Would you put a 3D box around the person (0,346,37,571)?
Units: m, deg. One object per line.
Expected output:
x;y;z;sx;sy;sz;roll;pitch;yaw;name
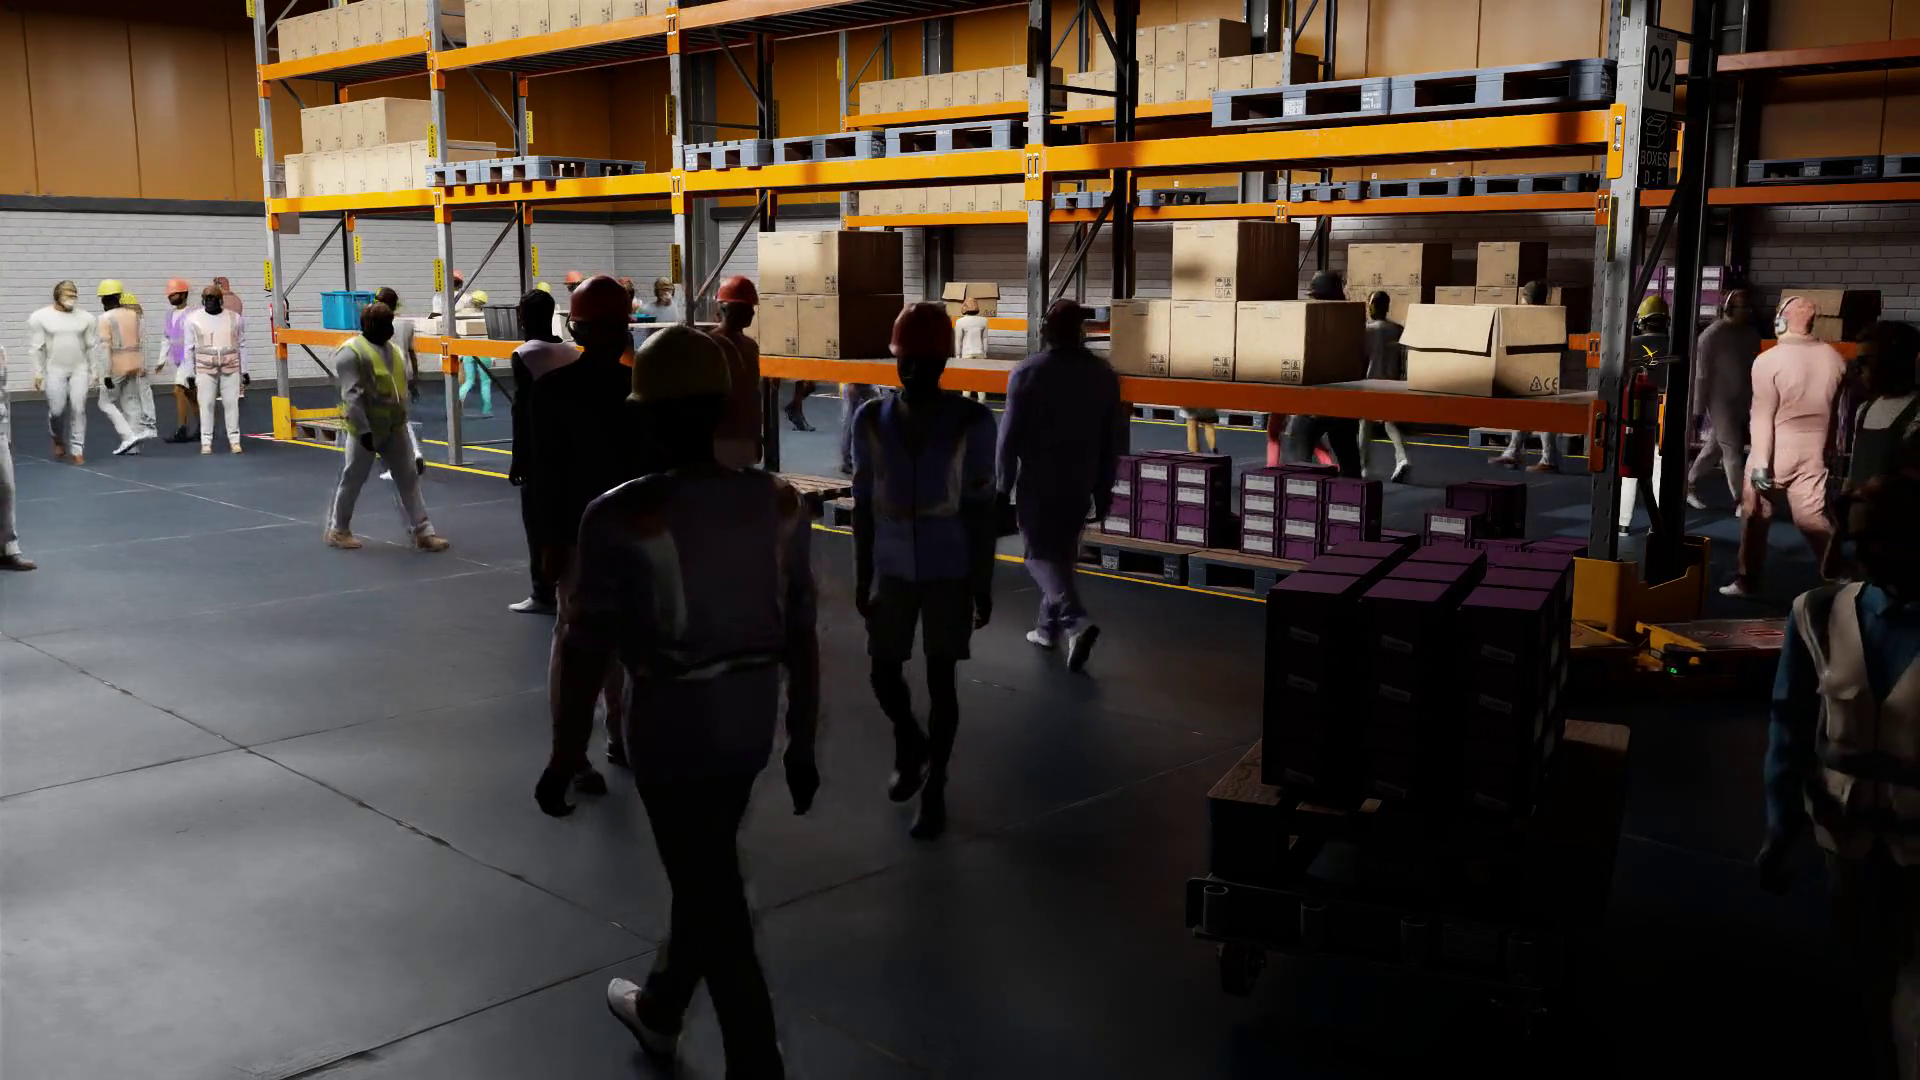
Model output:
-6.625;-0.707;11.113;0.740;1.860;0.586;3;10;19;person

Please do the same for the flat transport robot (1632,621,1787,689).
4.057;0.550;8.249;1.431;0.197;0.652;-1;9;-6;flat transport robot

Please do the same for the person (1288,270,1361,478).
2.856;-1.142;13.213;0.794;2.000;0.704;8;13;42;person

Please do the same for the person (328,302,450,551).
-4.180;-0.800;11.908;0.975;1.797;0.626;5;10;27;person

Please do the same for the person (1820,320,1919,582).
3.683;0.038;6.648;0.430;1.824;0.521;0;9;-1;person

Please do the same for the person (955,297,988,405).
0.165;-2.573;23.259;0.497;1.629;0.276;-4;10;-22;person

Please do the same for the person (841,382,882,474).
-0.908;-1.487;16.267;0.546;1.740;0.762;-8;12;-41;person

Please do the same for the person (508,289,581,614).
-2.427;-0.519;9.818;0.413;1.905;0.611;4;10;21;person

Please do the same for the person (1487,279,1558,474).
5.585;-1.612;16.486;0.861;1.906;0.666;6;11;32;person

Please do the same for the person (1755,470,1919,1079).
1.912;0.666;3.464;0.759;1.604;0.502;-7;11;-36;person

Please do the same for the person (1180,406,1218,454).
2.252;-1.484;15.652;0.564;1.927;0.423;-3;10;-19;person

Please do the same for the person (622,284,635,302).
-3.993;-2.242;20.565;0.787;1.846;0.521;2;9;10;person

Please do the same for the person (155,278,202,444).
-9.126;-2.079;19.351;0.562;1.907;0.787;7;12;37;person

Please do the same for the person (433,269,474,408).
-7.397;-2.957;24.428;0.636;2.004;0.896;-3;10;-17;person

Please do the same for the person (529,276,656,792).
-1.394;-0.033;6.552;0.394;1.994;0.612;8;12;40;person

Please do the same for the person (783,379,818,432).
-2.023;-2.314;20.781;0.555;1.924;0.554;8;12;40;person

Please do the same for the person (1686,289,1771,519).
6.317;-1.122;13.671;0.655;1.861;0.989;-5;10;-27;person

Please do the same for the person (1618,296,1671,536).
5.197;-0.925;12.569;0.586;1.824;0.405;1;9;5;person

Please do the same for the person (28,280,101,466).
-9.230;-1.721;17.174;0.636;1.911;0.507;-7;12;-38;person

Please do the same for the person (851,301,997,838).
-0.132;0.102;5.996;0.542;1.913;0.459;2;9;11;person

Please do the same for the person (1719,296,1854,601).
4.964;-0.504;9.841;0.653;1.874;0.907;-2;10;-14;person

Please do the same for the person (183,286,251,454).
-8.124;-1.844;18.200;0.652;1.836;0.478;-5;11;-30;person

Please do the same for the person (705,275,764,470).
-1.416;-0.661;10.456;0.434;1.977;0.648;4;10;25;person

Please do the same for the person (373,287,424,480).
-5.435;-1.484;15.898;0.442;1.857;0.529;8;12;41;person

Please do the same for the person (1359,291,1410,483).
4.050;-1.466;15.890;0.521;1.824;0.931;-2;10;-15;person

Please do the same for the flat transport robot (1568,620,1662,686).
2.624;0.563;8.174;1.431;0.197;0.652;-2;9;-9;flat transport robot

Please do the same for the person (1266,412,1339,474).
3.164;-1.350;15.471;0.539;1.731;0.848;-7;11;-36;person

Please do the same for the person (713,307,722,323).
-2.857;-2.068;20.272;0.514;1.587;0.850;-9;13;-44;person

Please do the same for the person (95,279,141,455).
-9.081;-1.854;17.962;0.395;1.911;0.599;3;10;16;person

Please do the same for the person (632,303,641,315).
-3.857;-1.959;19.477;0.366;1.619;0.528;6;11;31;person

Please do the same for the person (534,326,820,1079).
-0.681;0.450;3.915;0.947;1.880;0.604;9;13;43;person

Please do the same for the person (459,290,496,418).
-6.524;-2.483;22.339;0.539;1.744;0.654;2;9;13;person

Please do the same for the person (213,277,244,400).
-11.326;-3.102;25.666;0.407;1.902;0.638;1;9;4;person

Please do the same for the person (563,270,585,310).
-5.591;-3.023;24.891;0.898;2.014;0.628;2;10;15;person

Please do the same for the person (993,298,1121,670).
0.523;-0.299;8.556;0.650;1.879;0.830;-5;11;-28;person

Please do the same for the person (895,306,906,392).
-0.696;-2.118;20.588;0.517;1.586;0.841;-1;9;-4;person

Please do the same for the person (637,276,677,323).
-3.332;-2.004;18.809;0.636;1.937;0.365;-5;10;-26;person

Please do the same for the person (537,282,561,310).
-6.471;-3.108;25.953;0.611;1.820;0.416;-5;11;-28;person

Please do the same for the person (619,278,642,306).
-5.209;-3.143;25.966;0.574;1.883;0.360;-6;11;-33;person

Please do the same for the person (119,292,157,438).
-9.902;-2.091;19.942;0.489;1.743;0.323;7;12;38;person
